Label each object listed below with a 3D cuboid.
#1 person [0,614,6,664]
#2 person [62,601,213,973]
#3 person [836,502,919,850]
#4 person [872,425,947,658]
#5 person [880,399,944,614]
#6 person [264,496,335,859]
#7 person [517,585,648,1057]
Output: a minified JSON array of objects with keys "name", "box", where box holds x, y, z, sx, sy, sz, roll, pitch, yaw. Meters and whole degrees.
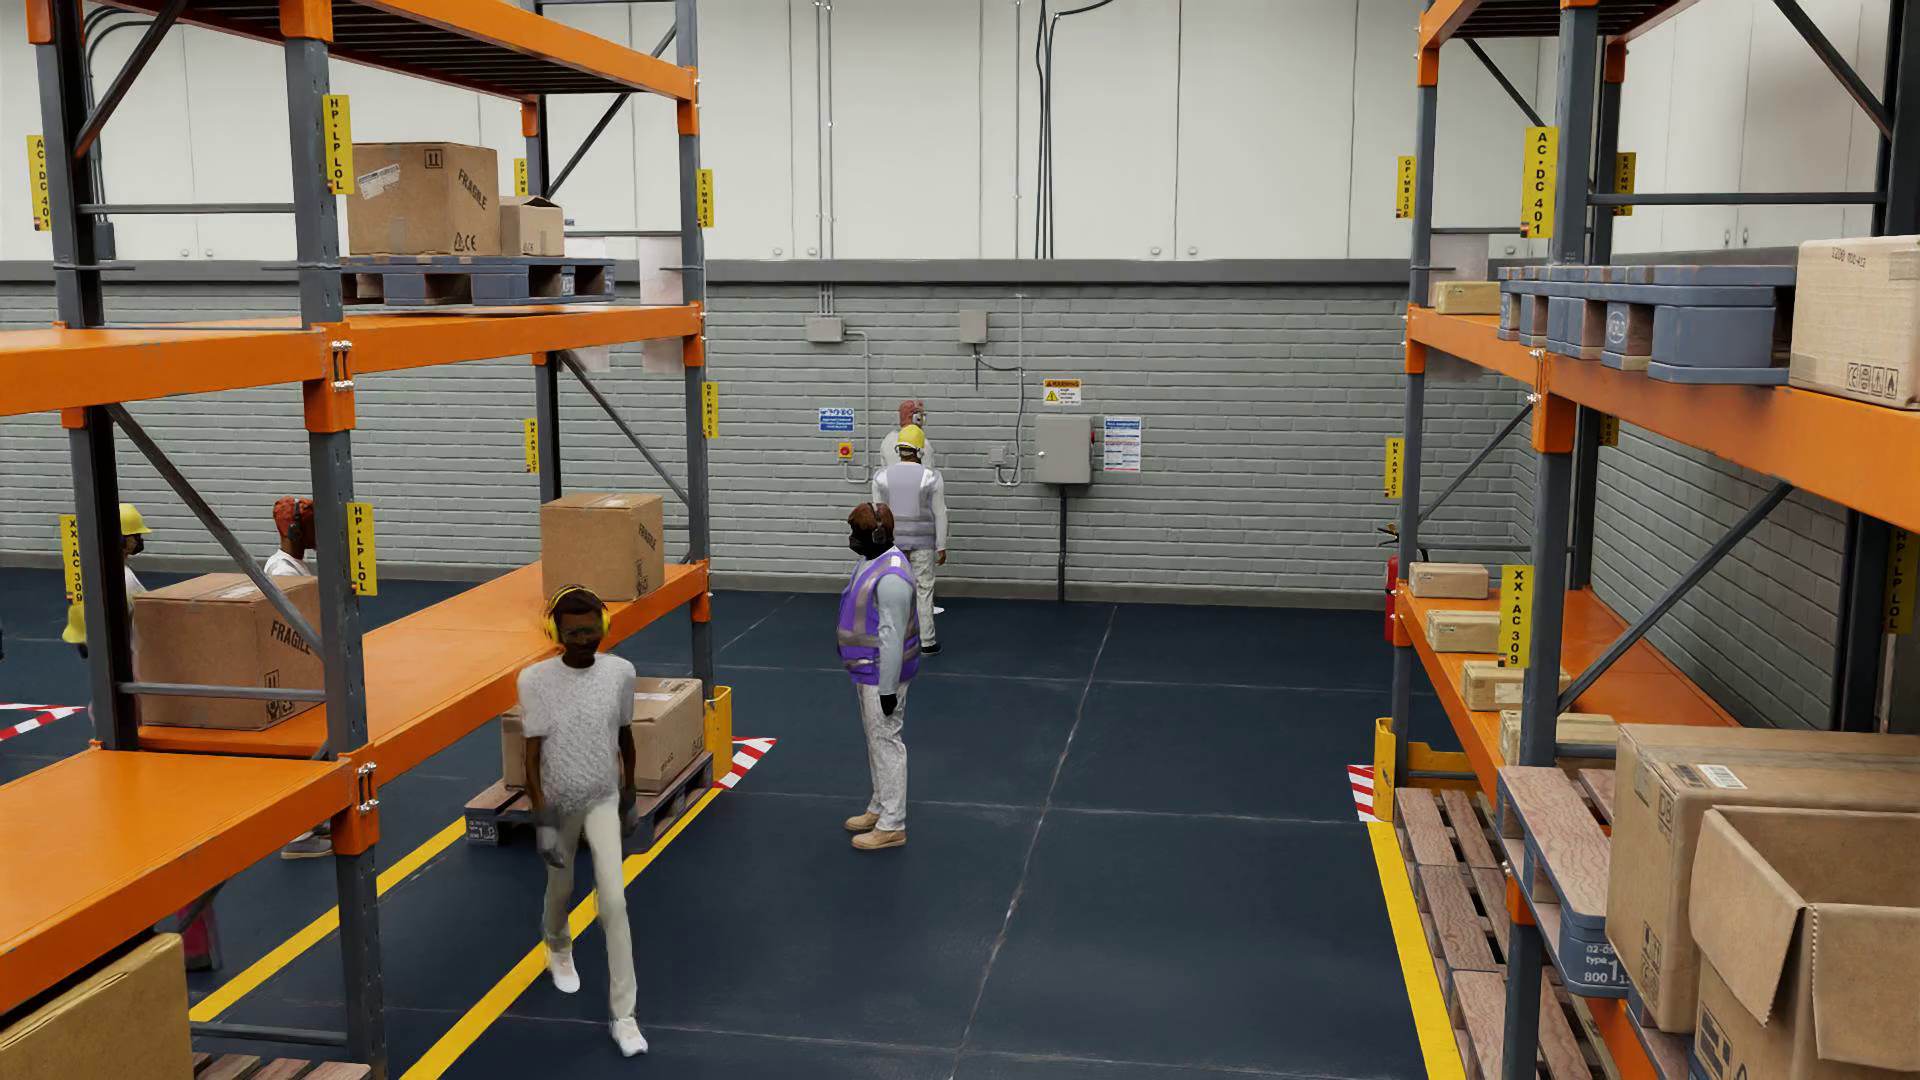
[{"name":"person","box":[-5.987,0.644,9.841,0.538,1.599,0.514,-2,9,-10]},{"name":"person","box":[-3.574,1.049,6.979,0.764,1.720,0.582,-3,10,-16]},{"name":"person","box":[-0.435,0.706,8.794,0.429,1.837,0.628,-2,9,-12]},{"name":"person","box":[-0.388,0.011,13.072,0.601,1.830,0.403,2,9,12]},{"name":"person","box":[-0.413,-0.291,14.705,0.411,1.909,0.643,-8,12,-40]},{"name":"person","box":[-3.436,0.707,8.643,0.359,1.880,0.575,-3,10,-20]},{"name":"person","box":[-1.525,1.060,6.698,0.484,1.815,1.009,-4,10,-22]}]
